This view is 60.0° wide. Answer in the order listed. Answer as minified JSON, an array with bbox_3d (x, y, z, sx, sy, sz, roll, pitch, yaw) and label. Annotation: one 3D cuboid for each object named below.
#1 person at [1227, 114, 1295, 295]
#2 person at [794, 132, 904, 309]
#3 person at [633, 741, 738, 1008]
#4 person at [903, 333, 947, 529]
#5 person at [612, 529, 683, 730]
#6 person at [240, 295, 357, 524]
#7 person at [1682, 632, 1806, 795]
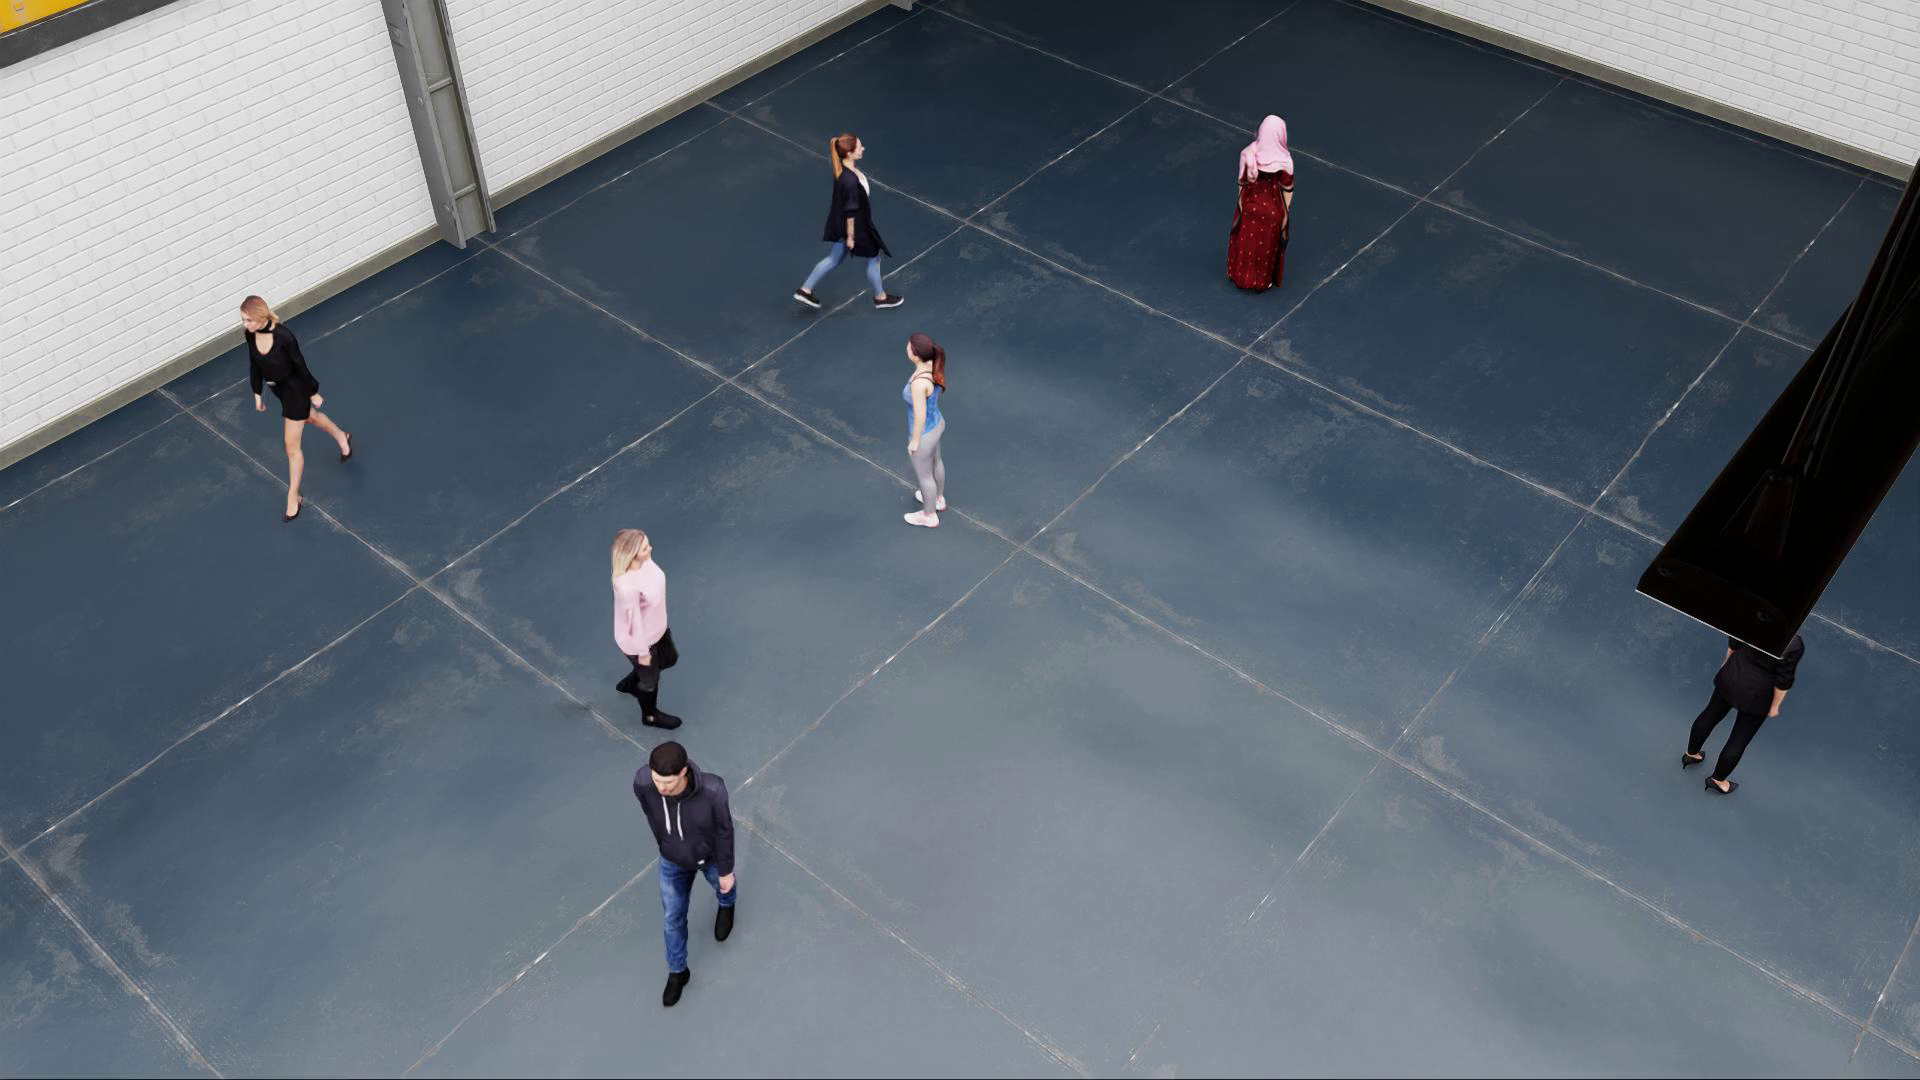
[{"bbox_3d":[2.499,-2.766,13.717,0.710,1.637,0.670,20,47,20],"label":"person"},{"bbox_3d":[-0.978,-2.522,13.453,1.204,1.647,1.063,-9,44,-9],"label":"person"},{"bbox_3d":[-1.397,1.587,8.992,1.017,1.851,1.161,4,44,4],"label":"person"},{"bbox_3d":[-0.242,-0.776,11.649,0.694,1.608,0.568,14,45,14],"label":"person"},{"bbox_3d":[-2.035,0.559,10.202,0.817,1.671,0.764,5,44,6],"label":"person"},{"bbox_3d":[-4.720,-1.062,11.874,0.835,1.712,1.195,16,46,16],"label":"person"},{"bbox_3d":[4.678,0.865,9.889,0.692,1.660,0.686,-16,46,-16],"label":"person"}]
